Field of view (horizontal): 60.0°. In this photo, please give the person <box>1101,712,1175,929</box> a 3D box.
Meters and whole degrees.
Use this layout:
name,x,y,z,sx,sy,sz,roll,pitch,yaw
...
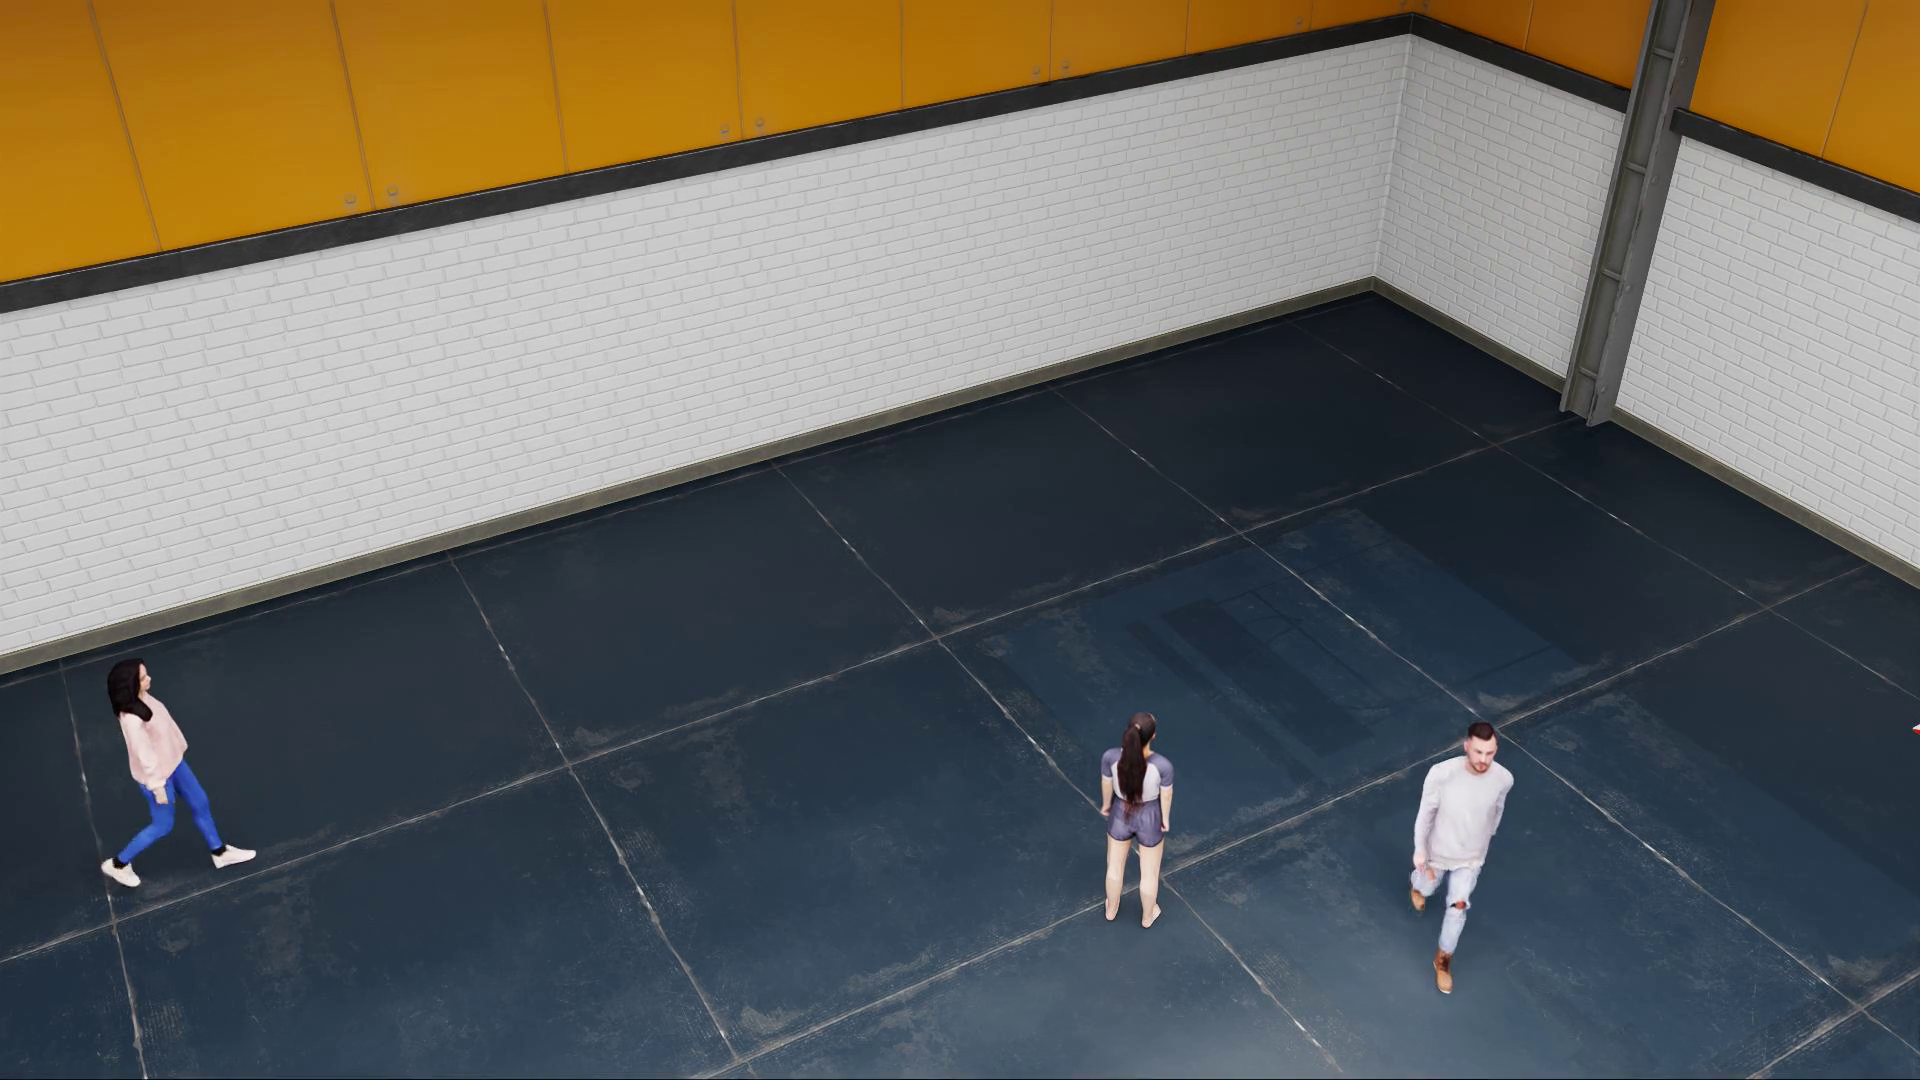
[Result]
name,x,y,z,sx,sy,sz,roll,pitch,yaw
person,1.077,1.712,10.161,0.663,1.650,0.729,10,35,14

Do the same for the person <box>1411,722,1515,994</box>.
name,x,y,z,sx,sy,sz,roll,pitch,yaw
person,2.928,1.765,9.929,1.073,1.817,1.201,3,34,5

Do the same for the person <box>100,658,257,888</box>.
name,x,y,z,sx,sy,sz,roll,pitch,yaw
person,-5.106,1.486,10.418,0.920,1.741,1.139,-8,34,-12
